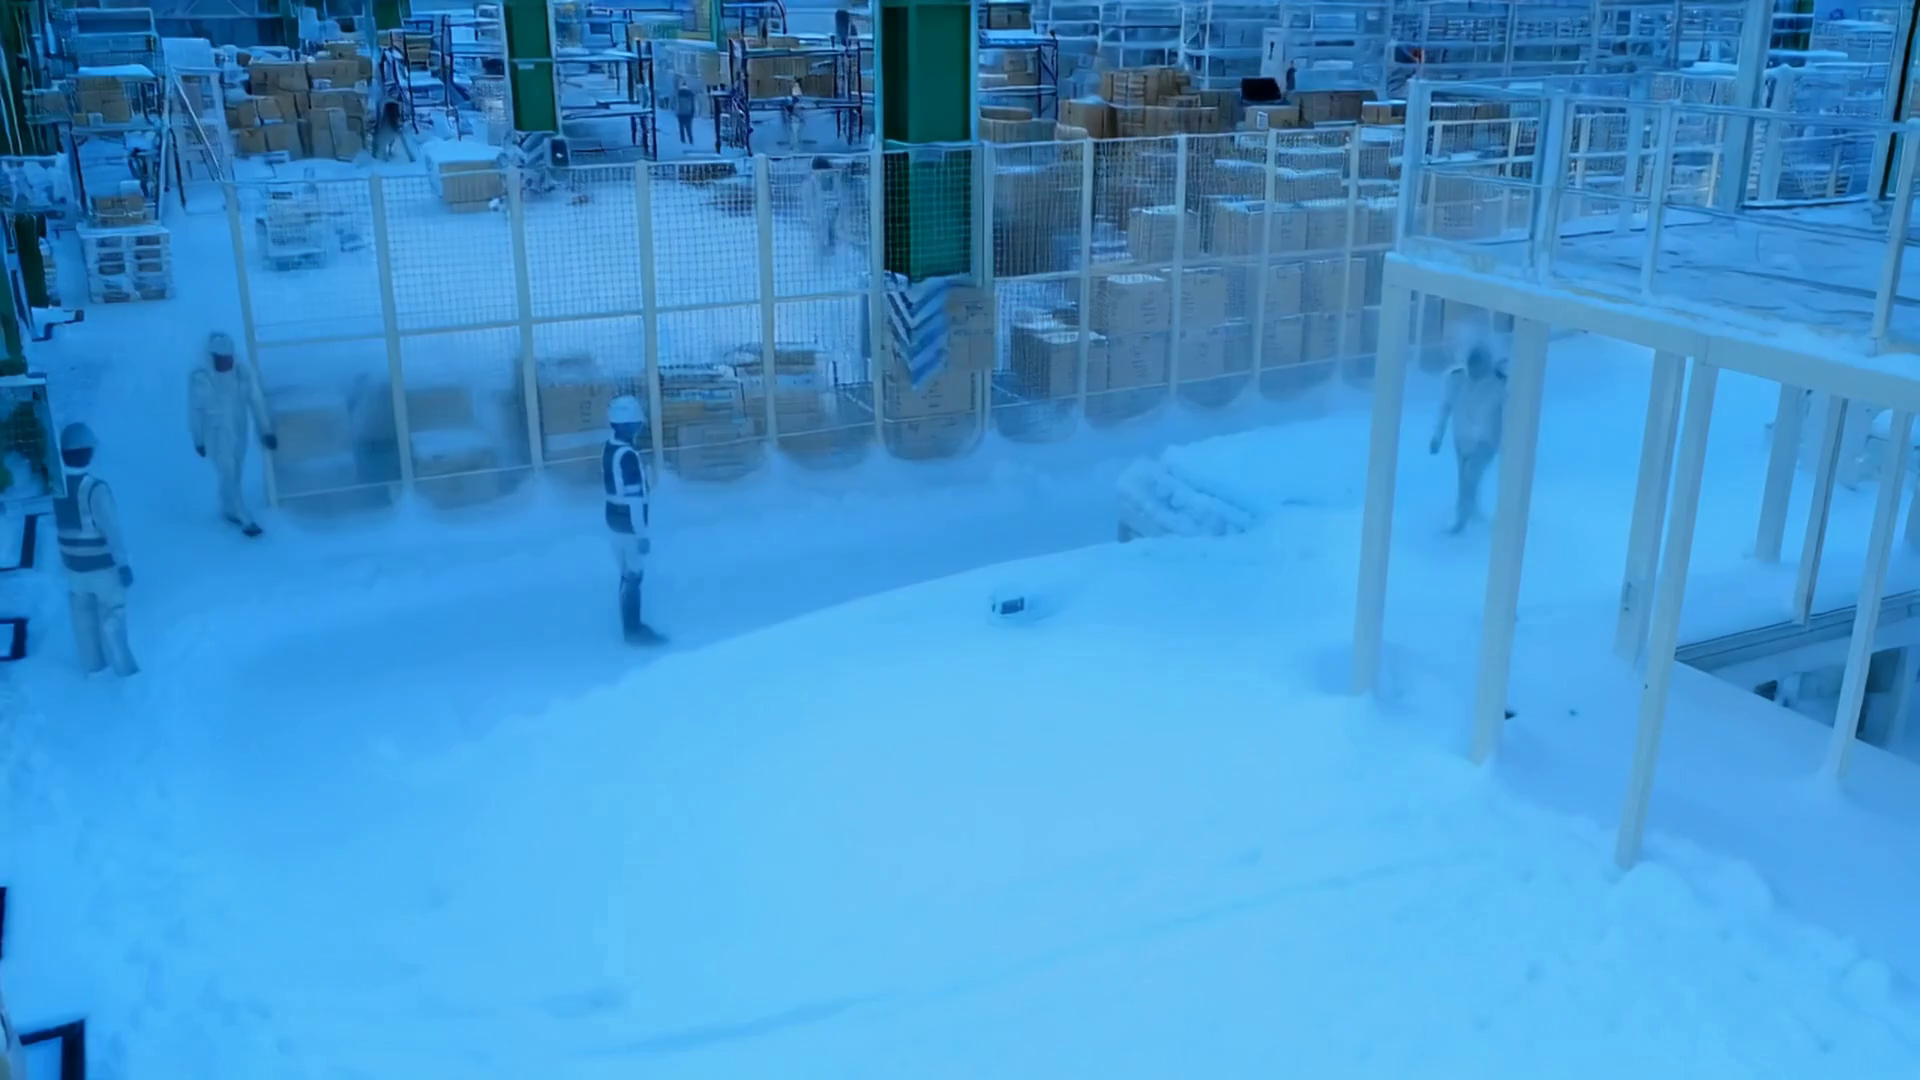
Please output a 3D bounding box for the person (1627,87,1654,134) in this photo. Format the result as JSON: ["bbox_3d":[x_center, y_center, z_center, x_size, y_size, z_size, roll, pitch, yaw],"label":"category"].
[{"bbox_3d":[18.068,-11.126,44.191,0.695,2.000,1.041,2,19,7],"label":"person"}]

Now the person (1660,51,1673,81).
[{"bbox_3d":[31.522,-21.216,74.062,0.527,1.619,0.352,-9,21,-24],"label":"person"}]

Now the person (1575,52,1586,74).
[{"bbox_3d":[24.691,-18.514,66.132,0.541,1.693,0.315,12,23,32],"label":"person"}]

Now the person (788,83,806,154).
[{"bbox_3d":[-4.498,-11.589,45.727,0.391,1.913,0.587,9,21,25],"label":"person"}]

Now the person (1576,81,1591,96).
[{"bbox_3d":[17.551,-12.095,47.154,0.545,1.938,0.359,13,23,33],"label":"person"}]

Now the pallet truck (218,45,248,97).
[{"bbox_3d":[-28.879,-18.665,66.111,0.823,1.965,1.885,-3,19,-9],"label":"pallet truck"}]

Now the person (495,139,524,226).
[{"bbox_3d":[-8.952,-7.126,33.113,0.535,1.699,0.318,-8,21,-21],"label":"person"}]

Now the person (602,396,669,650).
[{"bbox_3d":[-2.462,-0.133,12.479,0.355,1.939,0.544,-11,22,-30],"label":"person"}]

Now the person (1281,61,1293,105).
[{"bbox_3d":[11.314,-15.583,57.389,0.437,1.854,0.526,10,21,26],"label":"person"}]

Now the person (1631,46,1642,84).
[{"bbox_3d":[27.755,-19.376,68.432,0.430,1.833,0.633,17,25,40],"label":"person"}]

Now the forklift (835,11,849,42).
[{"bbox_3d":[-5.880,-25.018,83.192,1.873,2.768,1.129,-9,21,-25],"label":"forklift"}]

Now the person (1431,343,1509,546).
[{"bbox_3d":[4.557,-0.887,14.893,0.652,1.787,0.980,16,25,39],"label":"person"}]

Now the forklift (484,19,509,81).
[{"bbox_3d":[-19.135,-20.565,70.286,1.129,2.768,1.873,13,23,33],"label":"forklift"}]

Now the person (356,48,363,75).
[{"bbox_3d":[-23.926,-18.652,66.317,1.007,1.828,0.597,9,21,24],"label":"person"}]

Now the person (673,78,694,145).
[{"bbox_3d":[-7.924,-12.298,47.800,0.593,1.906,0.782,-7,20,-19],"label":"person"}]

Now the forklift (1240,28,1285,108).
[{"bbox_3d":[11.218,-17.022,60.015,1.873,2.768,1.129,-9,21,-25],"label":"forklift"}]

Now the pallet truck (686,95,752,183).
[{"bbox_3d":[-5.836,-9.608,39.856,0.823,1.965,1.885,10,22,27],"label":"pallet truck"}]

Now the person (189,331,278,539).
[{"bbox_3d":[-6.504,-0.954,14.948,0.949,1.876,0.596,14,23,34],"label":"person"}]

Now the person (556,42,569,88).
[{"bbox_3d":[-16.927,-20.258,70.919,0.613,1.870,0.855,13,23,33],"label":"person"}]

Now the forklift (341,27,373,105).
[{"bbox_3d":[-22.275,-17.346,60.954,1.873,2.768,1.129,-9,21,-25],"label":"forklift"}]

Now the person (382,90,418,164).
[{"bbox_3d":[-14.749,-10.780,43.416,0.559,1.901,0.962,15,24,37],"label":"person"}]

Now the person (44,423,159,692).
[{"bbox_3d":[-6.083,0.131,11.695,0.605,1.950,0.381,8,20,21],"label":"person"}]

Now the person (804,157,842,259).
[{"bbox_3d":[-2.411,-5.851,29.225,0.667,1.821,0.433,-10,21,-26],"label":"person"}]

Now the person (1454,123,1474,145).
[{"bbox_3d":[10.881,-8.199,36.134,0.545,1.760,0.352,-8,21,-22],"label":"person"}]

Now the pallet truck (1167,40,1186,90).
[{"bbox_3d":[9.045,-19.971,69.895,0.823,1.965,1.885,-3,19,-8],"label":"pallet truck"}]
